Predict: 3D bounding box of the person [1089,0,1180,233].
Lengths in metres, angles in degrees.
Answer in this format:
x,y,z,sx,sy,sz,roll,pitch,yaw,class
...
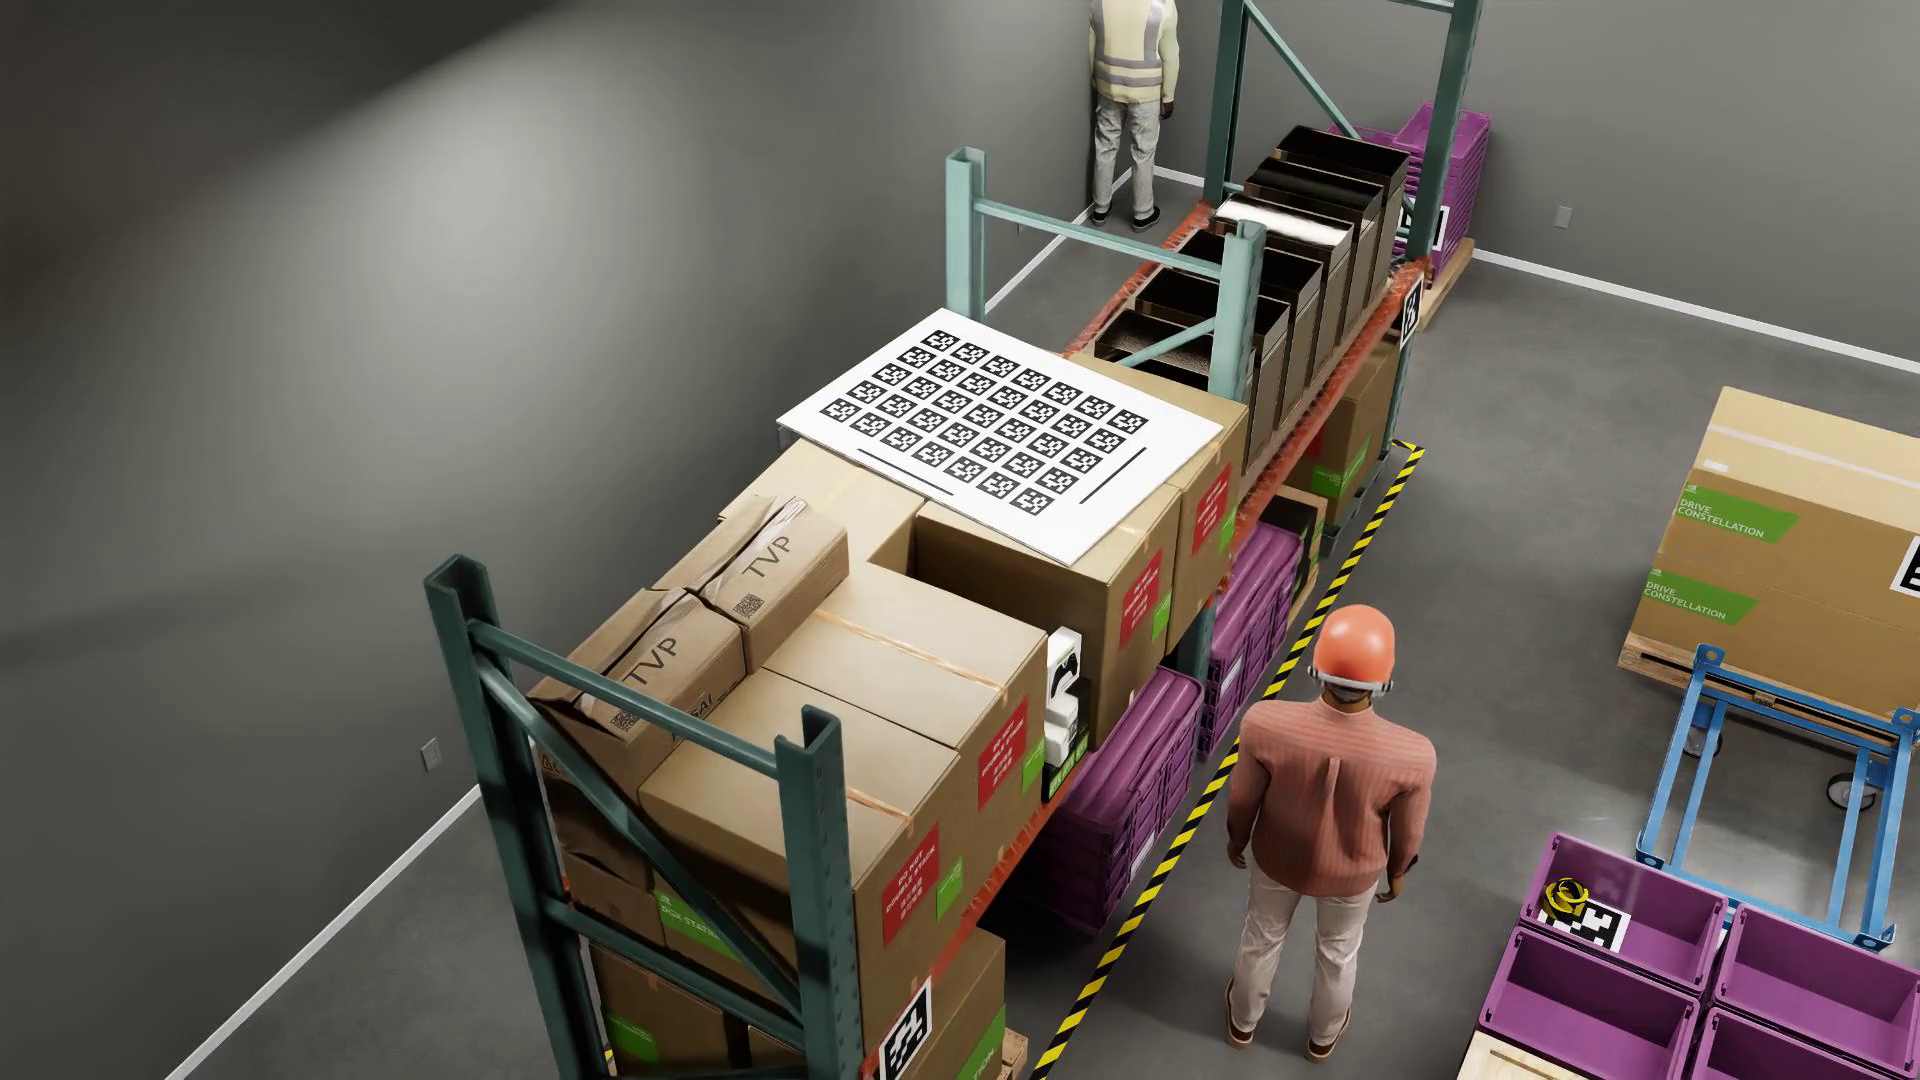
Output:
x,y,z,sx,sy,sz,roll,pitch,yaw,class
1.014,-2.711,9.917,0.588,1.822,0.403,15,42,17,person

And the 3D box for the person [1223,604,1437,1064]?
x,y,z,sx,sy,sz,roll,pitch,yaw,class
1.155,0.994,5.369,0.612,1.994,0.381,10,41,12,person
